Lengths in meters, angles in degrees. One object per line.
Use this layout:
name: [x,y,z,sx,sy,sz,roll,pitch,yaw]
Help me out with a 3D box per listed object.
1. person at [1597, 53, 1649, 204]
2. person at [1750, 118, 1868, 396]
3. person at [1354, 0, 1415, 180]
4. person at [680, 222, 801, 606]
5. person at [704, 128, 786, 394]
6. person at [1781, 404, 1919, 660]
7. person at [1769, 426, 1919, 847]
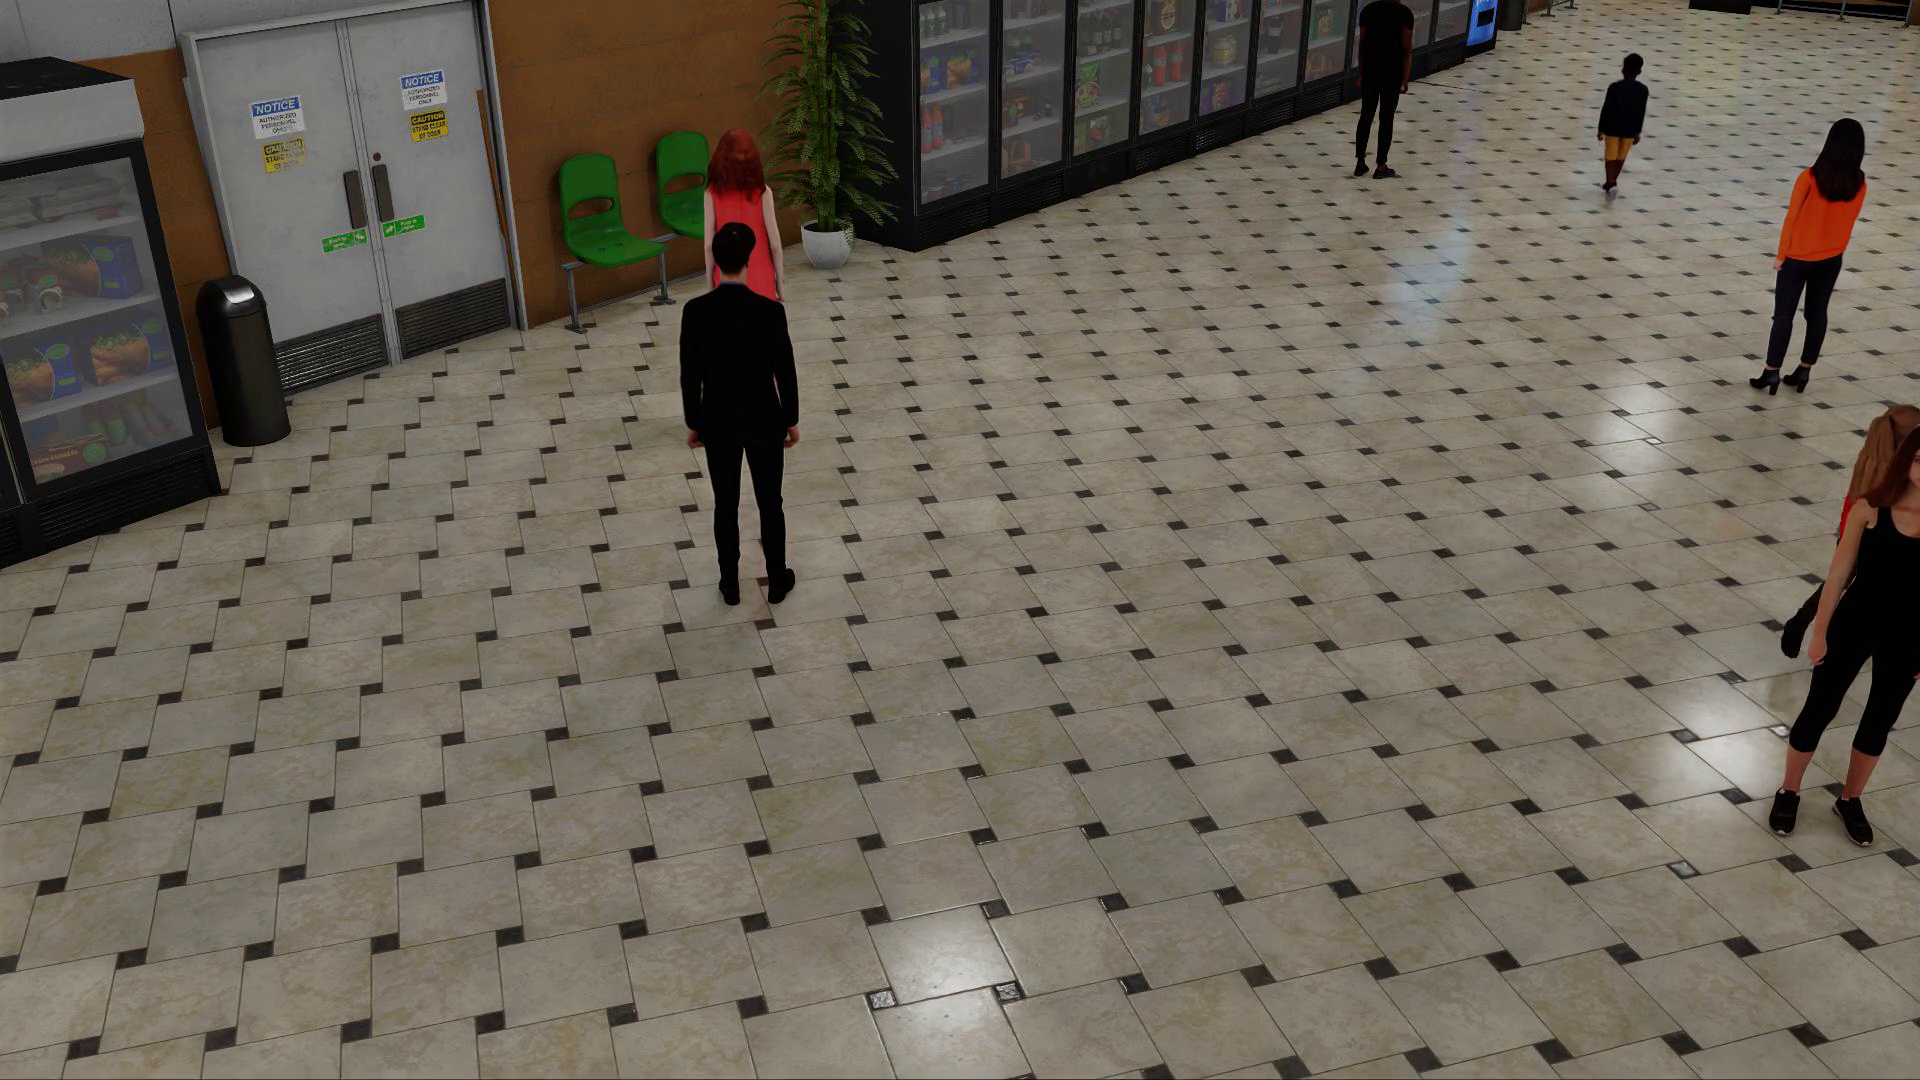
person: [5.795,-3.595,14.565,0.855,1.255,0.830,4,27,8]
person: [5.336,-1.761,10.402,0.701,1.748,0.757,-3,27,-6]
person: [3.857,-4.247,15.228,0.483,1.818,0.731,19,32,32]
person: [-1.038,-0.571,7.900,0.772,1.889,0.845,-1,27,-2]
person: [-1.275,-1.511,9.822,0.652,1.827,0.735,0,27,1]
person: [4.041,-0.004,7.470,0.771,1.267,0.821,-11,29,-20]
person: [3.444,0.357,6.251,0.584,1.726,0.708,7,28,13]
